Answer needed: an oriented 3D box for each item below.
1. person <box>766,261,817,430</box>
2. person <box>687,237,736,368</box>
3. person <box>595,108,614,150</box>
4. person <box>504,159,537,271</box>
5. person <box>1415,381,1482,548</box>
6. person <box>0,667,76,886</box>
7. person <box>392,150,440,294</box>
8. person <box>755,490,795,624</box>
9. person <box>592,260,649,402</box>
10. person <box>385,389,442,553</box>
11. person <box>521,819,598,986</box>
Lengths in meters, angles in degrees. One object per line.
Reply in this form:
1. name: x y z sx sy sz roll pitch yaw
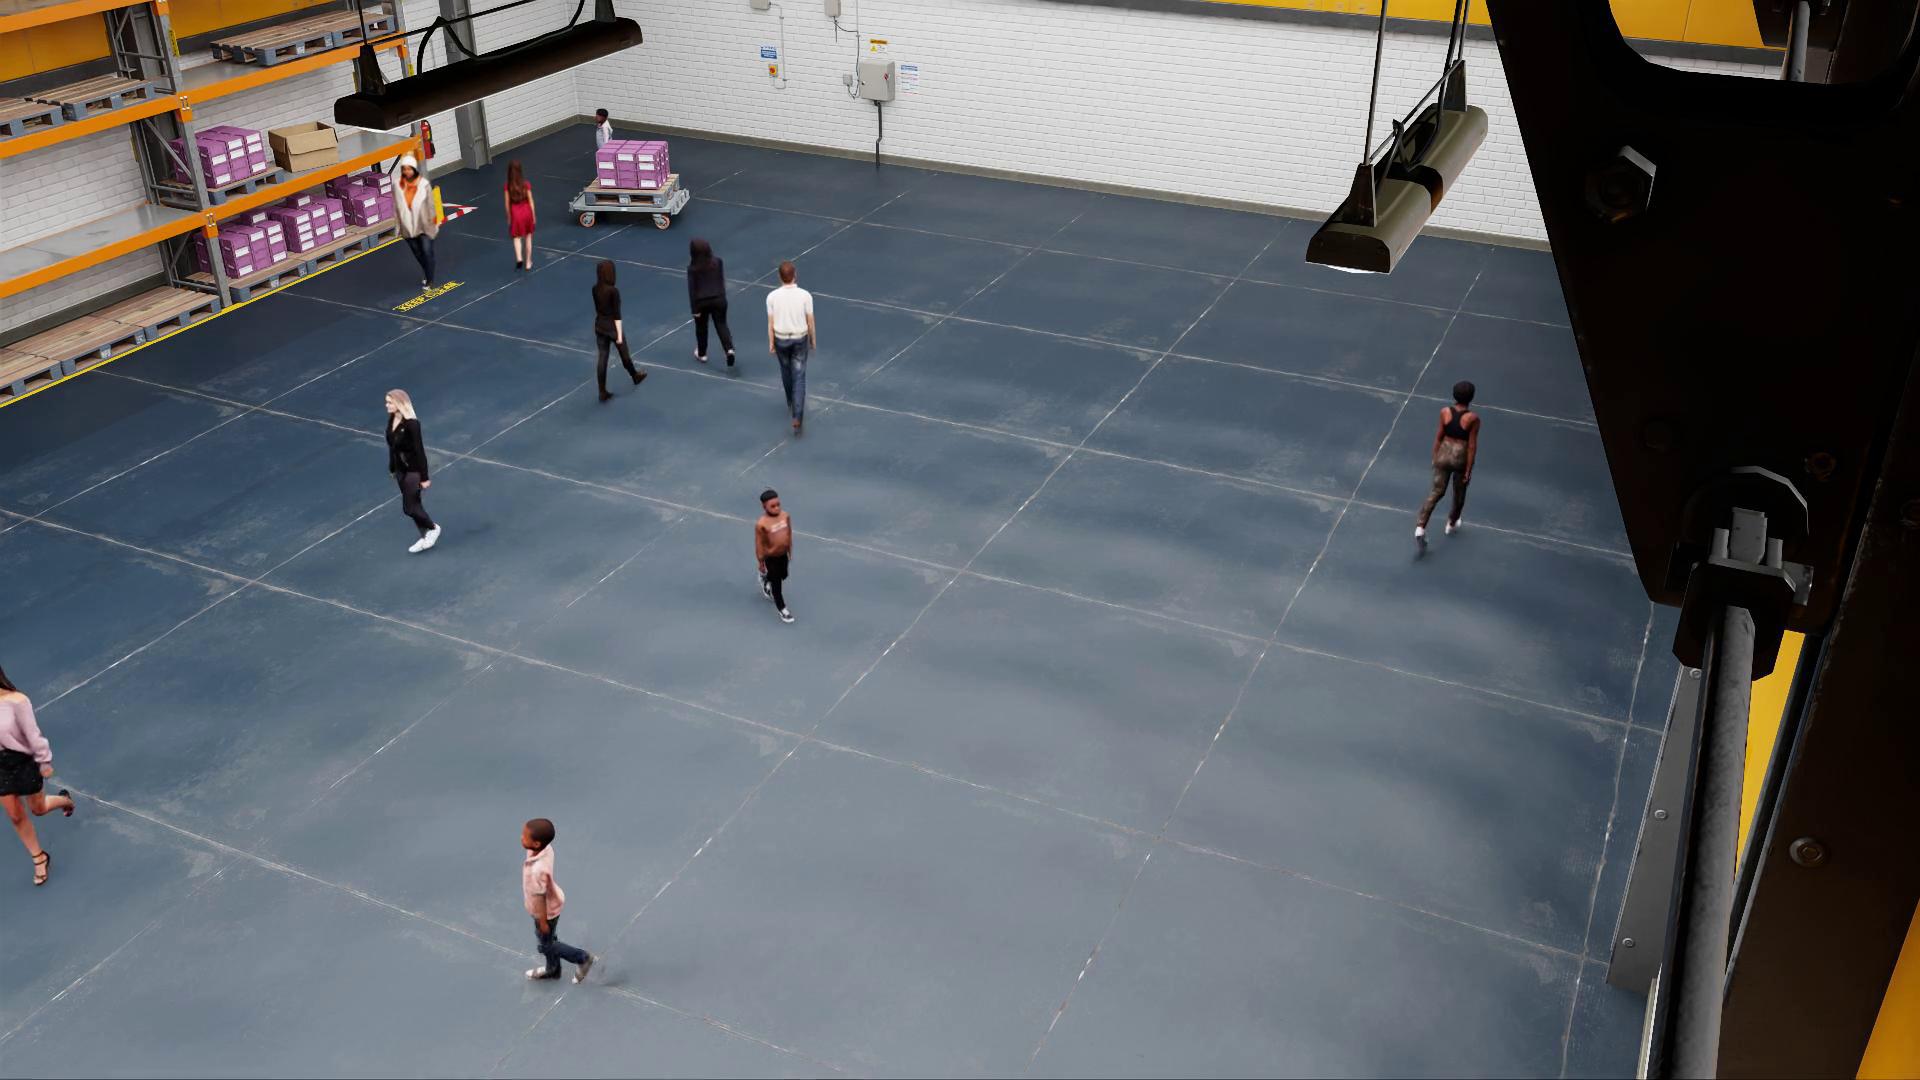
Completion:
1. person: -1.856 -2.105 18.294 1.085 1.812 1.343 -1 29 -2
2. person: -2.954 -2.814 19.820 1.033 1.595 1.036 -16 33 -27
3. person: -5.628 -6.241 26.452 0.630 1.260 0.561 -7 29 -12
4. person: -6.036 -4.439 22.859 0.764 1.539 0.852 -6 29 -10
5. person: 4.659 -0.704 15.870 0.764 1.674 1.167 21 35 33
6. person: -6.554 1.549 11.609 0.865 1.798 1.014 -1 29 -1
7. person: -7.233 -4.269 22.228 0.980 1.845 1.233 1 29 1
8. person: -1.680 0.101 14.848 0.842 1.240 0.796 -21 35 -33
9. person: -4.055 -2.356 18.958 0.603 1.618 0.982 14 32 24
10. person: -5.138 -0.667 15.806 0.697 1.671 0.698 23 36 35
11. person: -2.601 2.341 10.680 0.766 1.299 0.737 -4 29 -8
